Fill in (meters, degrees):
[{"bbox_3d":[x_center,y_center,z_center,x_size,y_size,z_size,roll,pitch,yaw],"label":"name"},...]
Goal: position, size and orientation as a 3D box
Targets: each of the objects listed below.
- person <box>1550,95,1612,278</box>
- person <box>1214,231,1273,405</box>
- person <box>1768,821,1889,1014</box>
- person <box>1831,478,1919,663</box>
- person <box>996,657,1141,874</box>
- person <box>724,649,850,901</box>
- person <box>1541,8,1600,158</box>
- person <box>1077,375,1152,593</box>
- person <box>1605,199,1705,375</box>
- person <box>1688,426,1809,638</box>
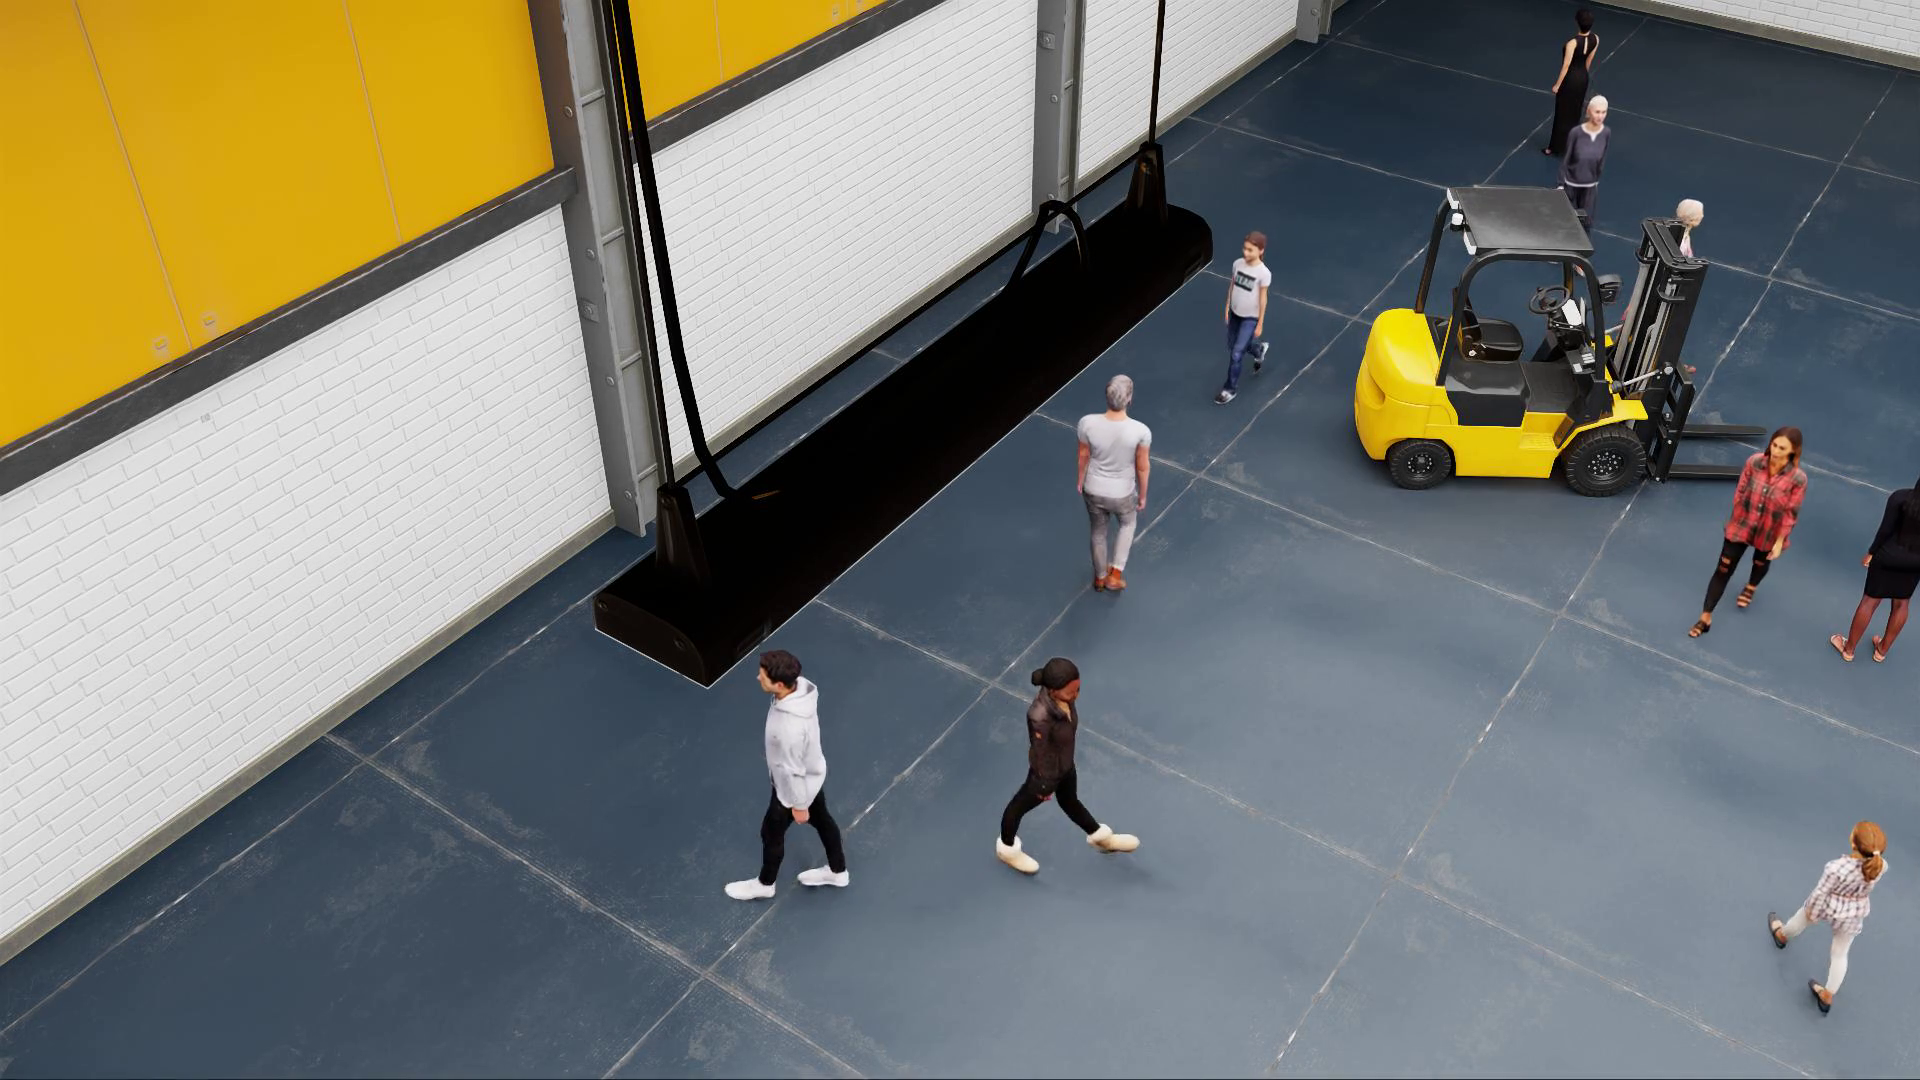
[{"bbox_3d":[5.846,-3.431,15.816,0.855,1.711,0.945,1,39,1],"label":"person"},{"bbox_3d":[2.453,-1.926,14.064,0.983,1.546,0.660,-31,48,-33],"label":"person"},{"bbox_3d":[4.919,2.094,9.244,0.801,1.280,0.968,2,39,2],"label":"person"},{"bbox_3d":[6.425,0.127,11.354,0.686,1.720,0.674,5,39,6],"label":"person"},{"bbox_3d":[0.659,1.410,9.825,1.057,1.624,0.806,-22,43,-25],"label":"person"},{"bbox_3d":[-0.842,1.380,9.643,1.106,1.899,1.082,-1,39,-2],"label":"person"},{"bbox_3d":[6.524,-4.862,17.693,0.594,1.606,0.712,-18,42,-21],"label":"person"},{"bbox_3d":[1.046,-0.317,11.832,0.807,1.817,0.833,9,40,11],"label":"person"},{"bbox_3d":[5.933,-2.135,14.243,0.979,1.650,1.025,3,39,4],"label":"person"},{"bbox_3d":[5.647,-0.095,11.680,0.723,1.661,1.114,31,48,33],"label":"person"}]
